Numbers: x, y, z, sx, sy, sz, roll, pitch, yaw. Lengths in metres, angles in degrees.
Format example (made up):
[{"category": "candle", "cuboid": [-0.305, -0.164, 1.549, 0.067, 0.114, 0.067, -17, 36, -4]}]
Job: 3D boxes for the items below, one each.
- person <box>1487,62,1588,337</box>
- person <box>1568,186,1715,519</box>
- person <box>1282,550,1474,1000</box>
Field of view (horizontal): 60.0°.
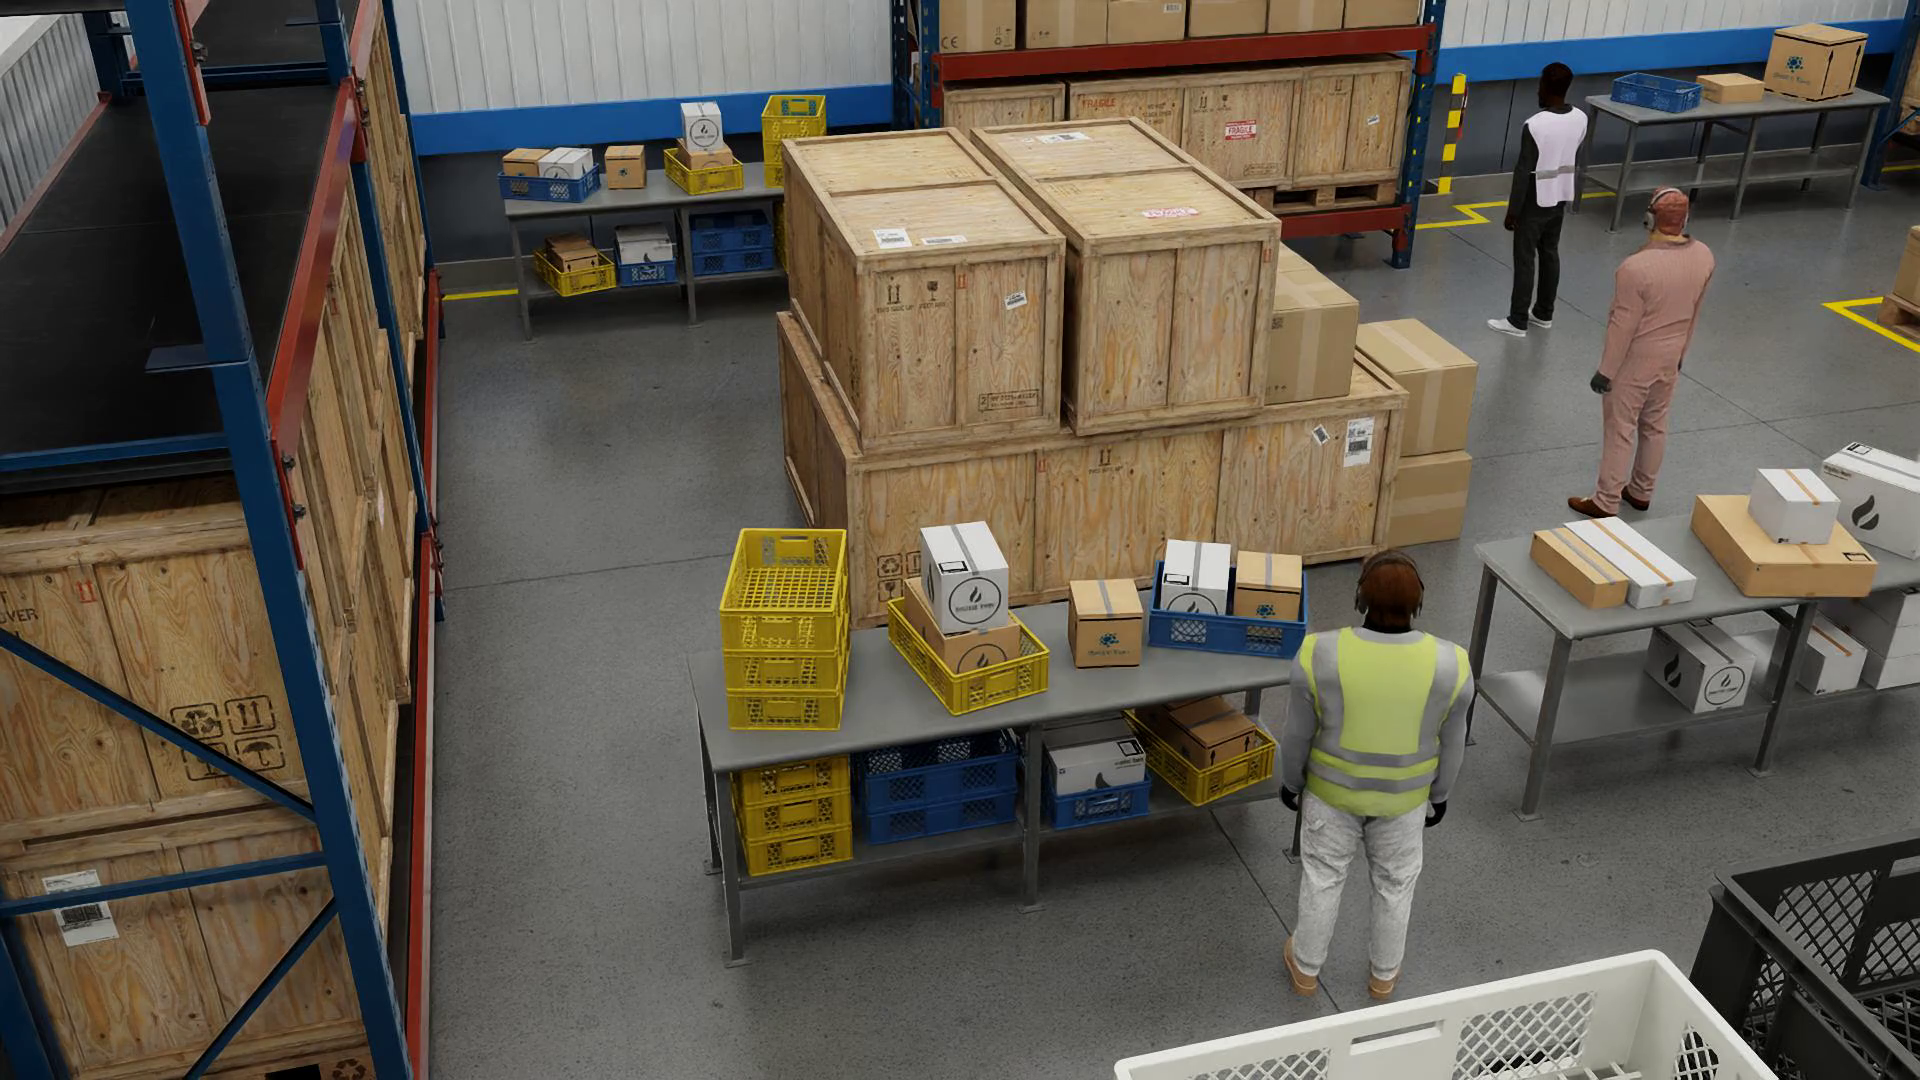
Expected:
[{"category": "person", "cuboid": [4.116, -2.391, 11.749, 0.584, 1.909, 0.391, -18, 34, -30]}, {"category": "person", "cuboid": [3.777, -1.019, 9.258, 0.643, 1.905, 0.399, -14, 32, -23]}, {"category": "person", "cuboid": [1.441, 0.860, 5.912, 0.623, 1.844, 0.429, 4, 29, 7]}]
